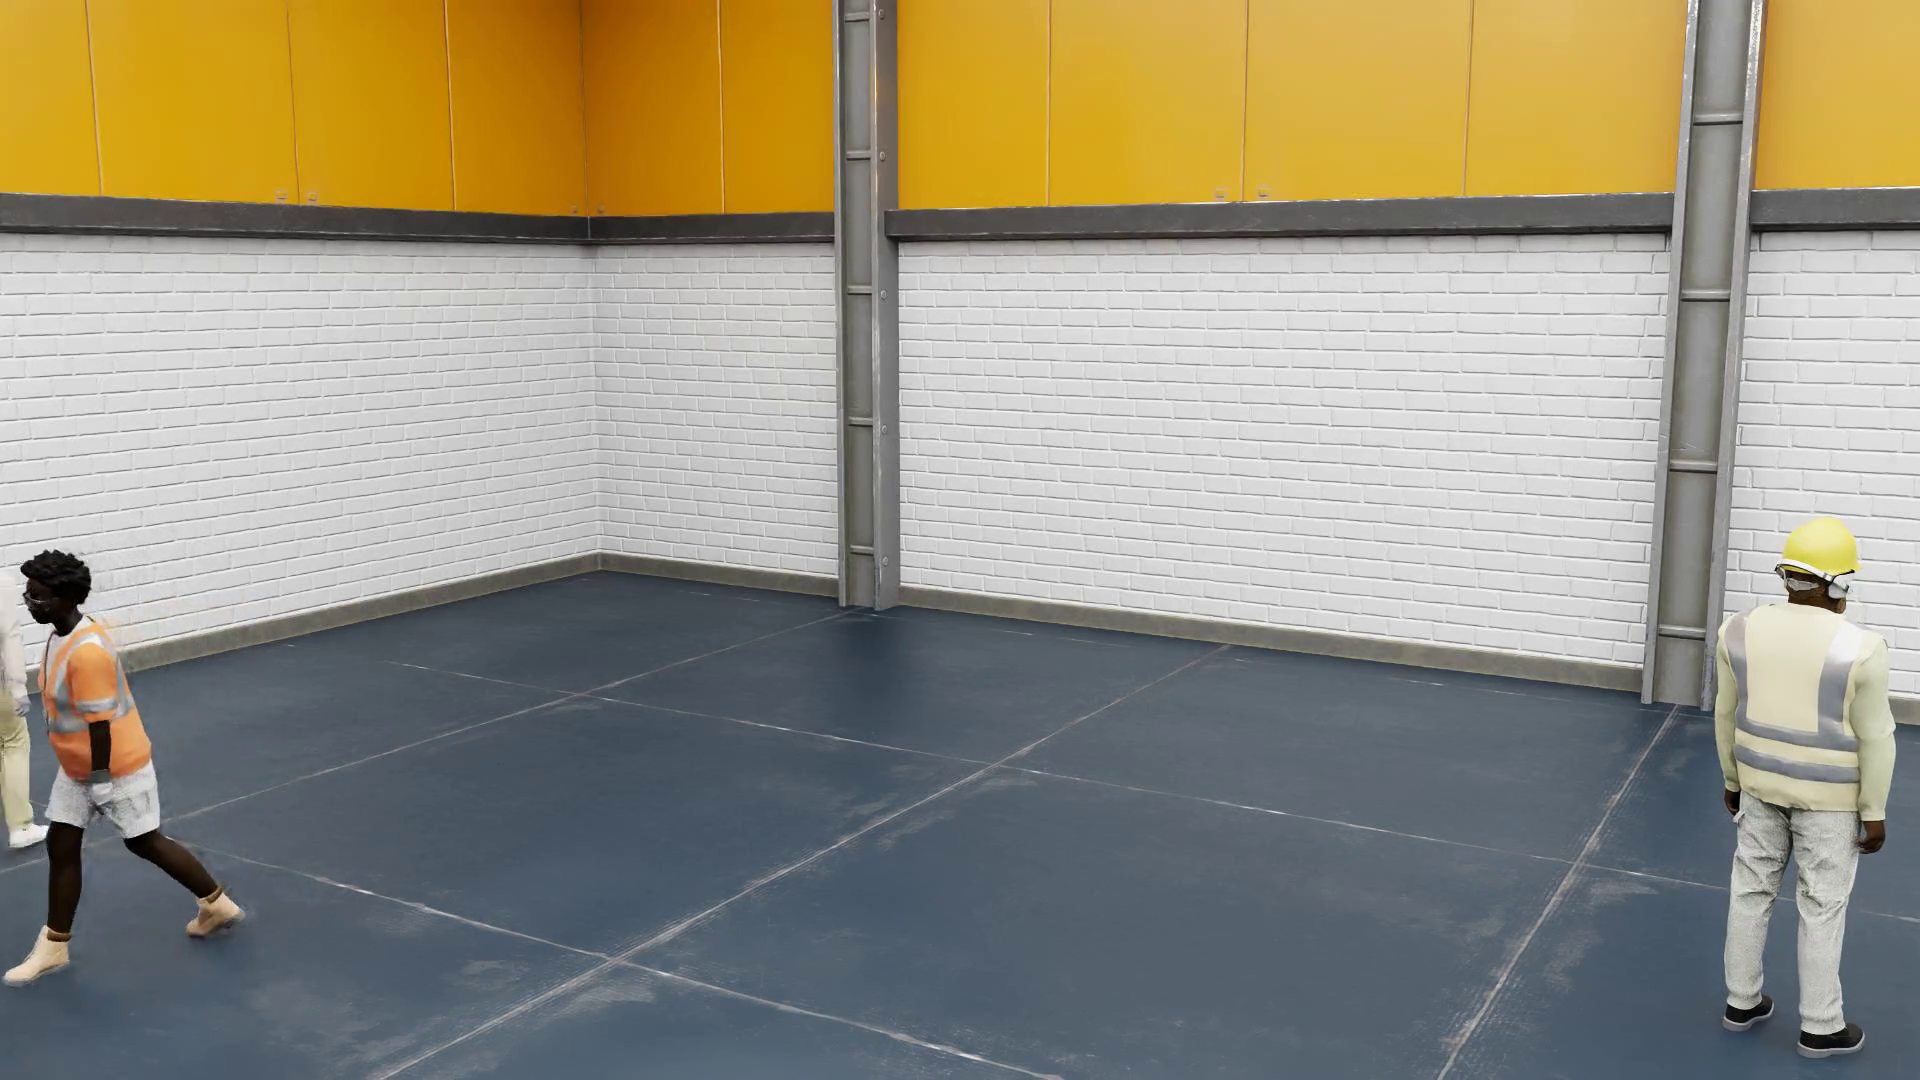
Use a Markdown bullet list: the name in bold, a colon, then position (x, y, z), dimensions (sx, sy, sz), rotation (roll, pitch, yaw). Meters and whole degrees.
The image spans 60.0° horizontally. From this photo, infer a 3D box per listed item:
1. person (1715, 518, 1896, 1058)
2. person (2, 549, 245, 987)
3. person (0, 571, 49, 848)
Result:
- **person**: position (2.873, 0.833, 5.666), dimensions (0.404, 1.833, 0.590), rotation (-7, 11, -36)
- **person**: position (-3.222, 0.818, 6.344), dimensions (0.830, 1.647, 0.564), rotation (-9, 13, -44)
- **person**: position (-4.402, 0.647, 7.484), dimensions (0.531, 1.607, 0.645), rotation (-1, 9, -4)
